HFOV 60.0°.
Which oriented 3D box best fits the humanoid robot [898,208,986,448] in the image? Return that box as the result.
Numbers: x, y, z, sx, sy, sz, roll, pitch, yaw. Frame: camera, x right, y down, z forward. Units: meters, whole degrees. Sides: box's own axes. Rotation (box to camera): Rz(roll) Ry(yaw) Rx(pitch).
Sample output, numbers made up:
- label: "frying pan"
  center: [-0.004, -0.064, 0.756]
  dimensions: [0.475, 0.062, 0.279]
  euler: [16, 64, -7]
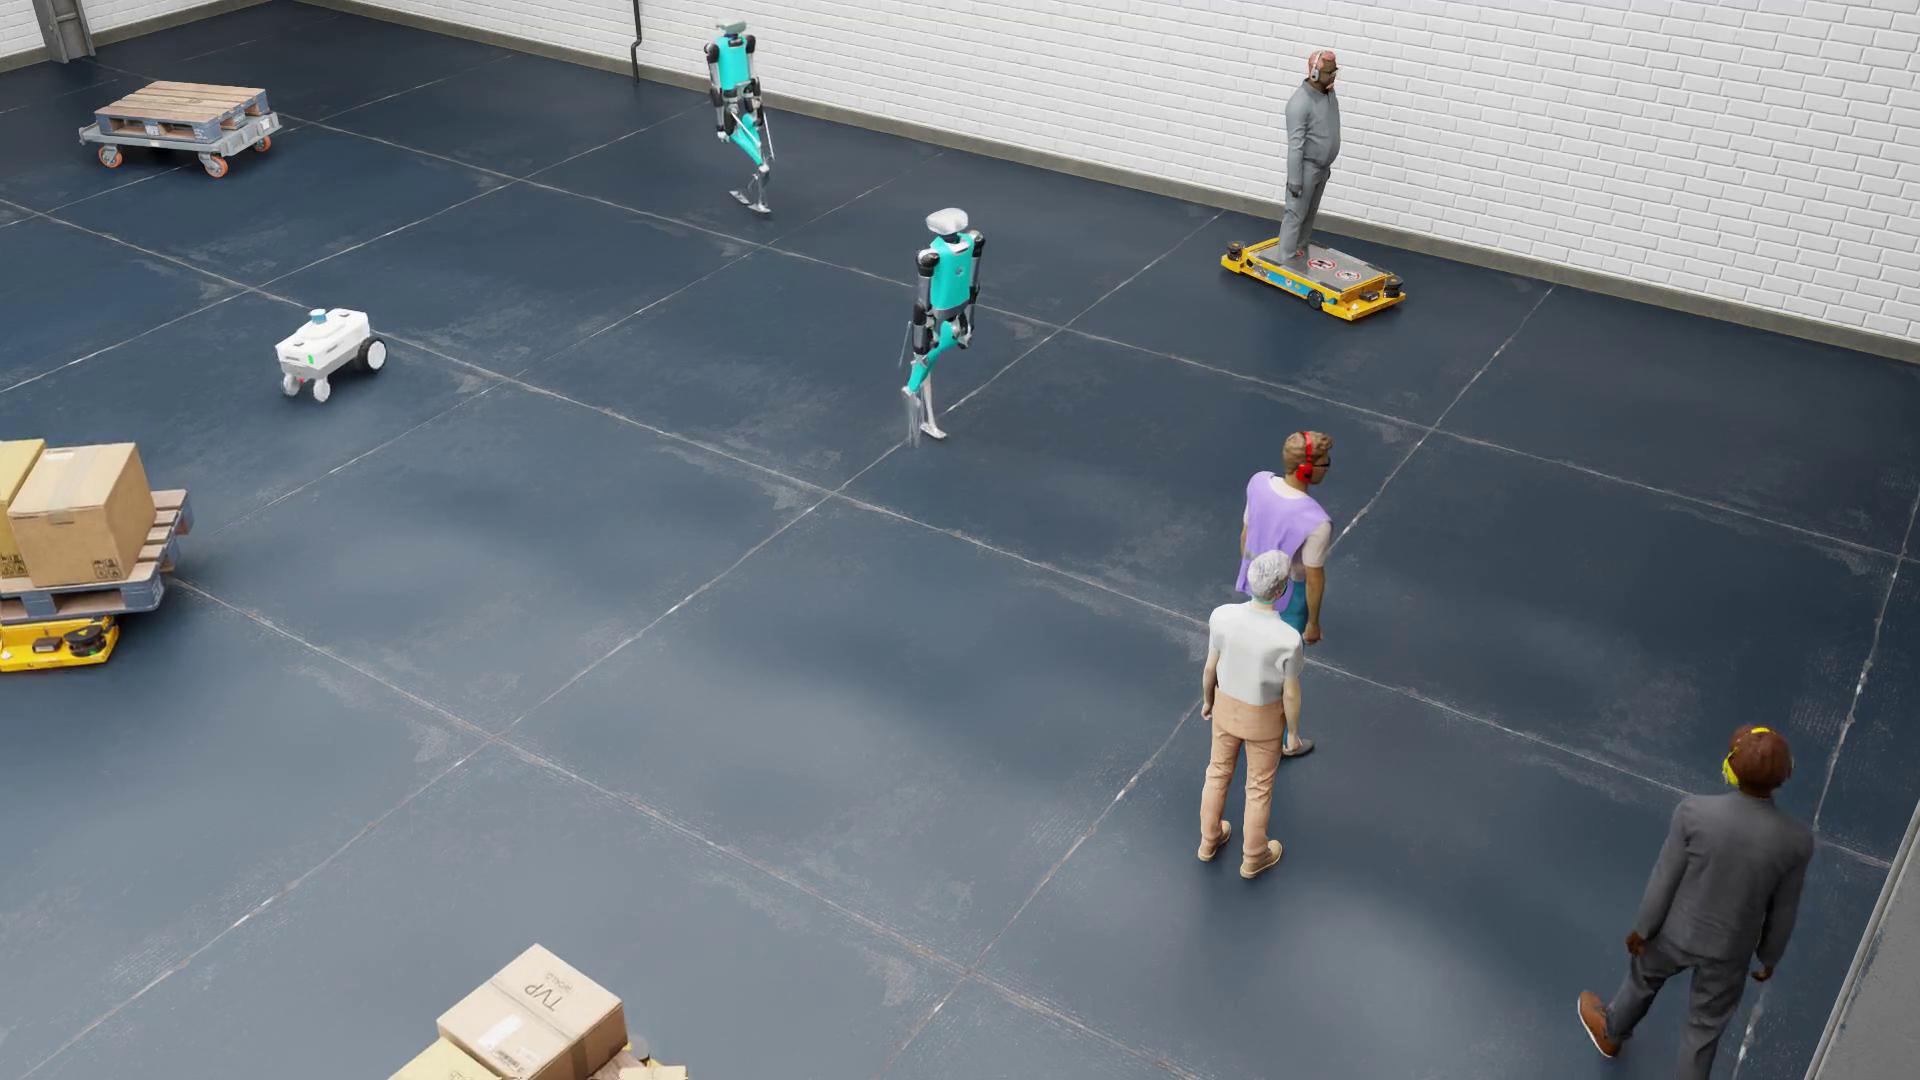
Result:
- label: "humanoid robot"
  center: [-0.226, -1.372, 11.127]
  dimensions: [0.541, 1.880, 0.763]
  euler: [-27, 41, -35]

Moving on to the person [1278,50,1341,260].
- label: "person"
  center: [2.828, -2.983, 13.385]
  dimensions: [0.413, 1.908, 0.641]
  euler: [20, 38, 28]

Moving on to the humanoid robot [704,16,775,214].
- label: "humanoid robot"
  center: [-1.842, -3.662, 14.595]
  dimensions: [0.935, 1.760, 0.544]
  euler: [25, 41, 34]

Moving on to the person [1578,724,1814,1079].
- label: "person"
  center: [2.888, 1.495, 6.481]
  dimensions: [0.656, 1.845, 0.613]
  euler: [14, 35, 21]

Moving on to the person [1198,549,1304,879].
- label: "person"
  center: [1.332, 0.801, 7.642]
  dimensions: [0.493, 1.744, 0.301]
  euler: [21, 38, 29]

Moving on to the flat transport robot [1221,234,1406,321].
- label: "flat transport robot"
  center: [2.891, -2.190, 13.664]
  dimensions: [0.659, 0.231, 1.431]
  euler: [-23, 39, -31]

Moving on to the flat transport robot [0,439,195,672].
- label: "flat transport robot"
  center: [-5.223, 0.277, 9.825]
  dimensions: [0.659, 0.231, 1.431]
  euler: [-5, 33, -8]

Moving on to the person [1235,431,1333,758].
- label: "person"
  center: [1.598, 0.285, 8.358]
  dimensions: [0.391, 1.841, 0.562]
  euler: [-17, 36, -25]

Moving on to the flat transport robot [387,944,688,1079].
- label: "flat transport robot"
  center: [-1.562, 2.521, 6.333]
  dimensions: [0.659, 0.231, 1.431]
  euler: [22, 39, 31]

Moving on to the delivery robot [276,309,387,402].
- label: "delivery robot"
  center: [-4.634, -1.405, 12.165]
  dimensions: [0.499, 0.581, 0.774]
  euler: [11, 34, 17]
